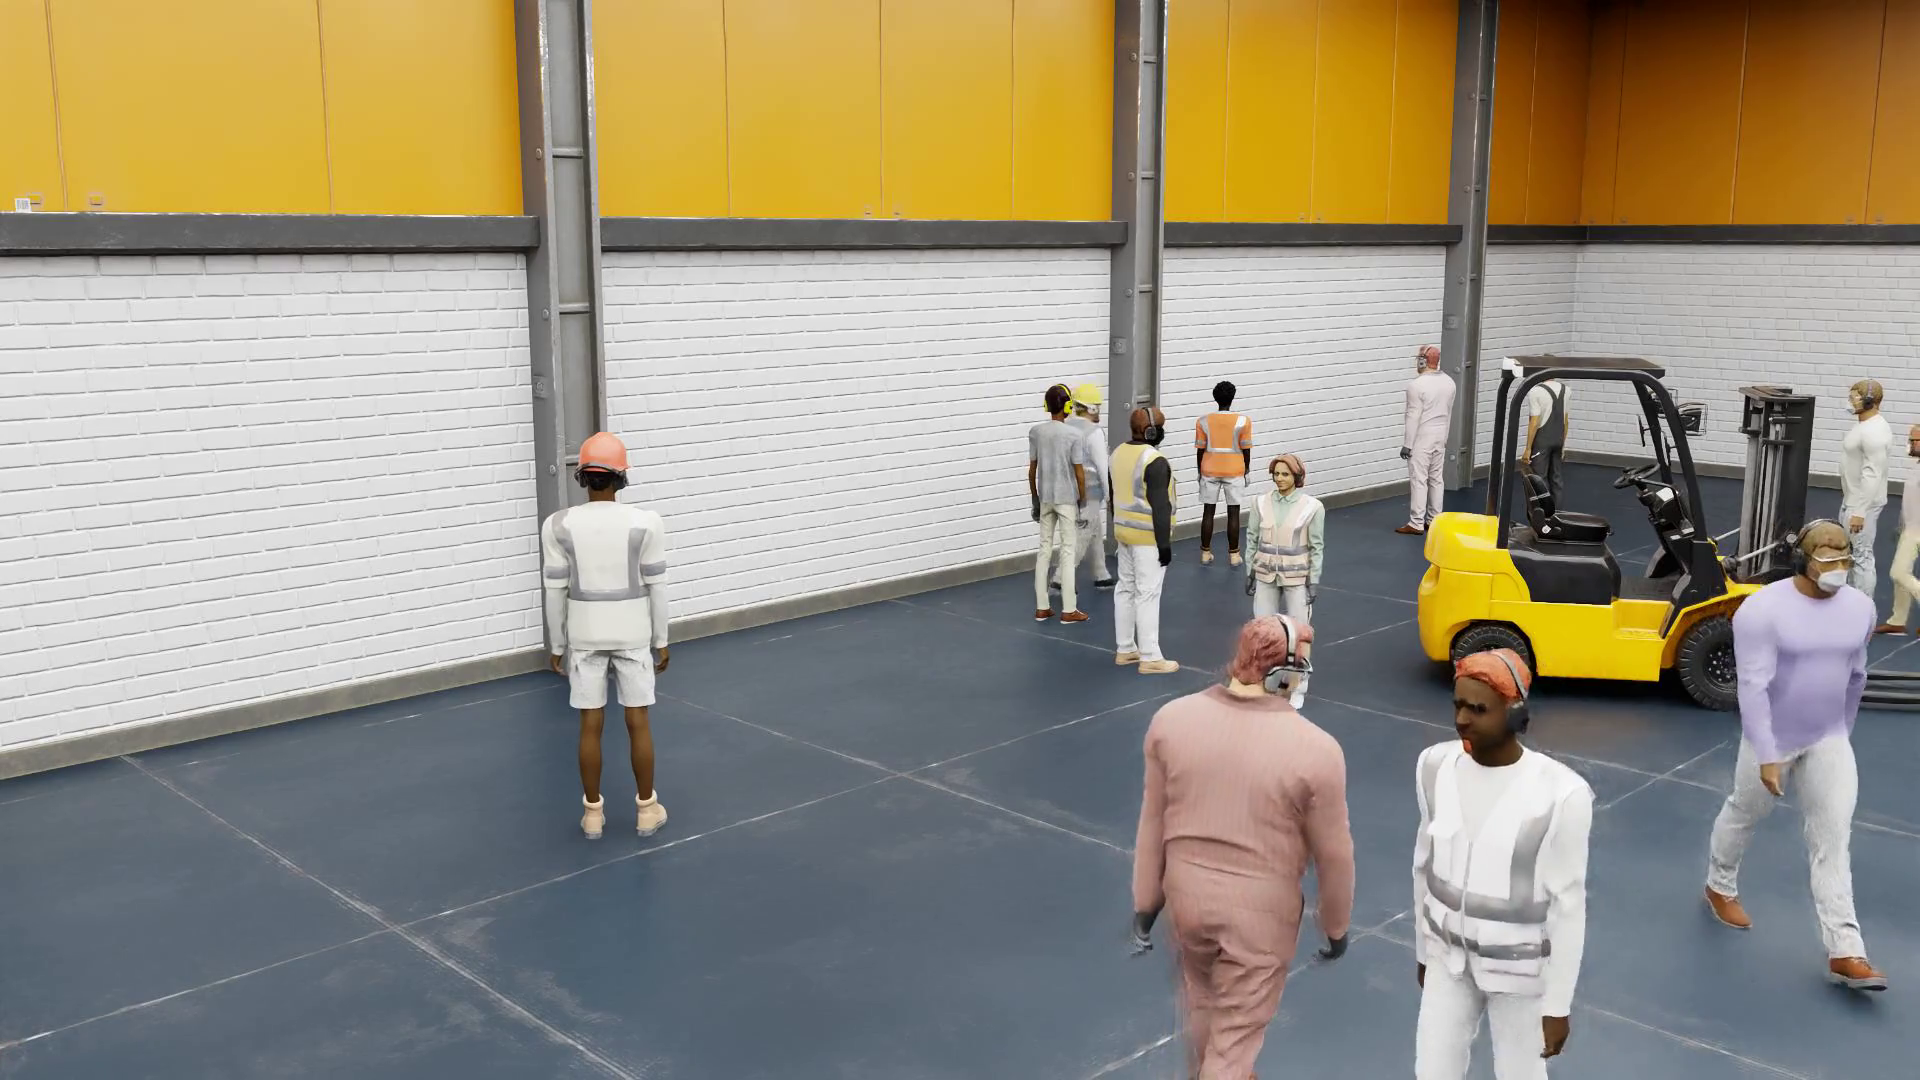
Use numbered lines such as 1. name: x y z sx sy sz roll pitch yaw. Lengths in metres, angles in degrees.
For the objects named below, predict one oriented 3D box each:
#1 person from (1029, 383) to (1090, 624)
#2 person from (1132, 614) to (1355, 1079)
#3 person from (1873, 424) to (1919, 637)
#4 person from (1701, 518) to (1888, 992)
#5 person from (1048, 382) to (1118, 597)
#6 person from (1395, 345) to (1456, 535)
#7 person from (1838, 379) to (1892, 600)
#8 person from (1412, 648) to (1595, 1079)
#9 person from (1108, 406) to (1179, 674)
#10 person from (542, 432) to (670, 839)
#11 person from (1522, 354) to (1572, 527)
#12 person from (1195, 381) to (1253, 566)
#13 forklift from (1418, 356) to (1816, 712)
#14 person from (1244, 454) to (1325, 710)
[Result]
1. person: 0.774 -0.283 12.947 0.513 1.875 0.328 7 12 33
2. person: 0.941 1.129 5.269 0.659 1.860 0.910 7 12 33
3. person: 7.104 -0.058 12.389 0.434 1.621 0.527 4 11 21
4. person: 3.449 0.829 6.879 0.630 1.884 1.079 -1 10 -5
5. person: 1.056 -0.418 13.883 0.796 1.802 0.592 -4 11 -21
6. person: 4.682 -1.006 16.787 0.642 1.913 0.409 -8 13 -36
7. person: 6.813 -0.251 12.606 0.365 1.937 0.638 4 11 21
8. person: 1.589 1.208 4.843 0.766 1.865 0.577 -9 14 -40
9. person: 1.280 -0.006 11.517 0.430 1.845 0.619 -5 12 -25
10. person: -1.752 0.481 8.312 0.605 2.045 0.385 -1 10 -5
11. person: 5.798 -0.920 16.491 0.507 1.846 0.351 -4 11 -23
12. person: 2.403 -0.605 15.200 0.532 1.694 0.320 4 11 21
13. forklift: 4.276 -0.101 11.076 2.313 2.155 1.214 2 11 13
14. person: 2.060 0.261 10.615 0.511 1.641 0.307 6 12 30
